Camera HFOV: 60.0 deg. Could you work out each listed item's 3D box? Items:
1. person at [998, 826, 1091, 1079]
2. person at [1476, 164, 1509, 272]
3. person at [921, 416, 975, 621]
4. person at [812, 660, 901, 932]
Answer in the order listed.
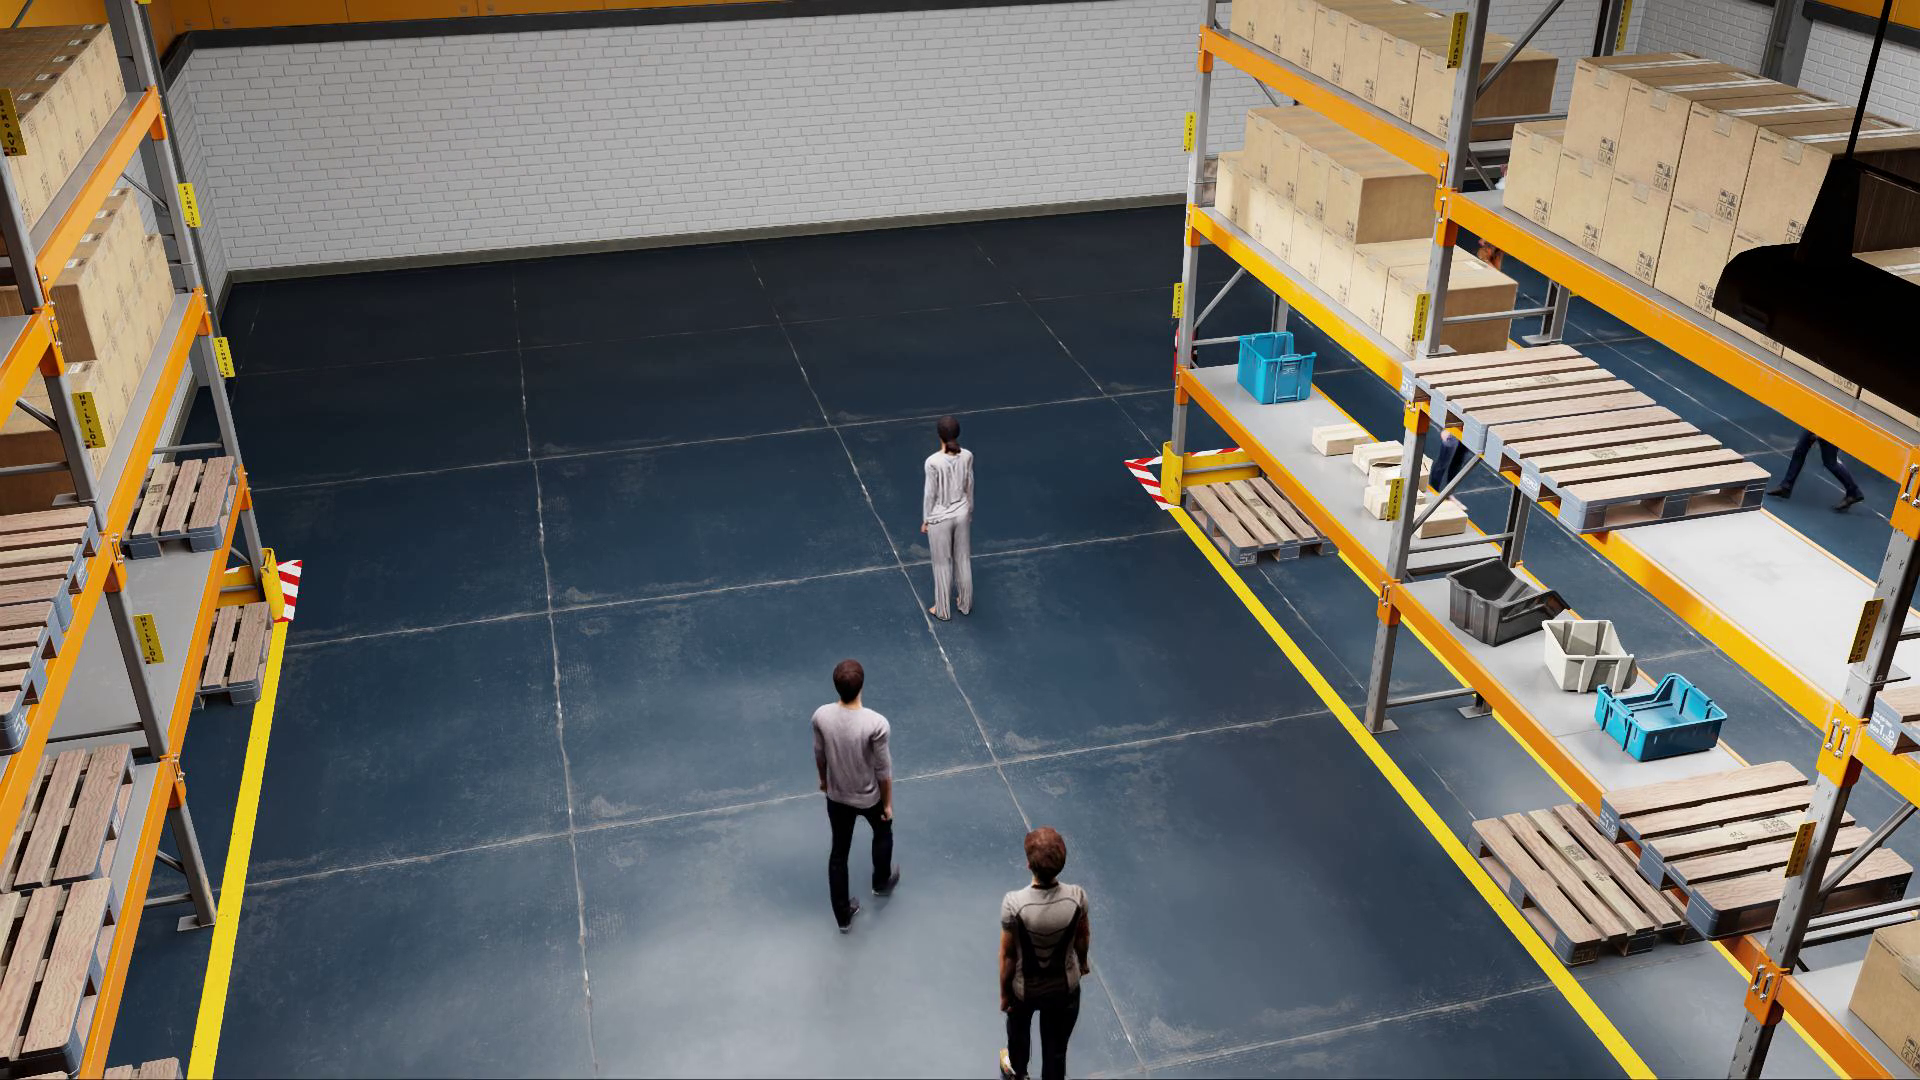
[{"bbox_3d":[0.452,2.360,8.627,0.765,1.872,0.908,-1,29,-2],"label":"person"},{"bbox_3d":[6.425,-3.634,19.681,0.838,1.810,0.984,-16,33,-27],"label":"person"},{"bbox_3d":[-0.085,-0.174,13.377,0.633,1.773,0.584,-13,31,-23],"label":"person"},{"bbox_3d":[-0.665,1.593,10.088,0.923,1.820,1.018,8,30,15],"label":"person"}]
